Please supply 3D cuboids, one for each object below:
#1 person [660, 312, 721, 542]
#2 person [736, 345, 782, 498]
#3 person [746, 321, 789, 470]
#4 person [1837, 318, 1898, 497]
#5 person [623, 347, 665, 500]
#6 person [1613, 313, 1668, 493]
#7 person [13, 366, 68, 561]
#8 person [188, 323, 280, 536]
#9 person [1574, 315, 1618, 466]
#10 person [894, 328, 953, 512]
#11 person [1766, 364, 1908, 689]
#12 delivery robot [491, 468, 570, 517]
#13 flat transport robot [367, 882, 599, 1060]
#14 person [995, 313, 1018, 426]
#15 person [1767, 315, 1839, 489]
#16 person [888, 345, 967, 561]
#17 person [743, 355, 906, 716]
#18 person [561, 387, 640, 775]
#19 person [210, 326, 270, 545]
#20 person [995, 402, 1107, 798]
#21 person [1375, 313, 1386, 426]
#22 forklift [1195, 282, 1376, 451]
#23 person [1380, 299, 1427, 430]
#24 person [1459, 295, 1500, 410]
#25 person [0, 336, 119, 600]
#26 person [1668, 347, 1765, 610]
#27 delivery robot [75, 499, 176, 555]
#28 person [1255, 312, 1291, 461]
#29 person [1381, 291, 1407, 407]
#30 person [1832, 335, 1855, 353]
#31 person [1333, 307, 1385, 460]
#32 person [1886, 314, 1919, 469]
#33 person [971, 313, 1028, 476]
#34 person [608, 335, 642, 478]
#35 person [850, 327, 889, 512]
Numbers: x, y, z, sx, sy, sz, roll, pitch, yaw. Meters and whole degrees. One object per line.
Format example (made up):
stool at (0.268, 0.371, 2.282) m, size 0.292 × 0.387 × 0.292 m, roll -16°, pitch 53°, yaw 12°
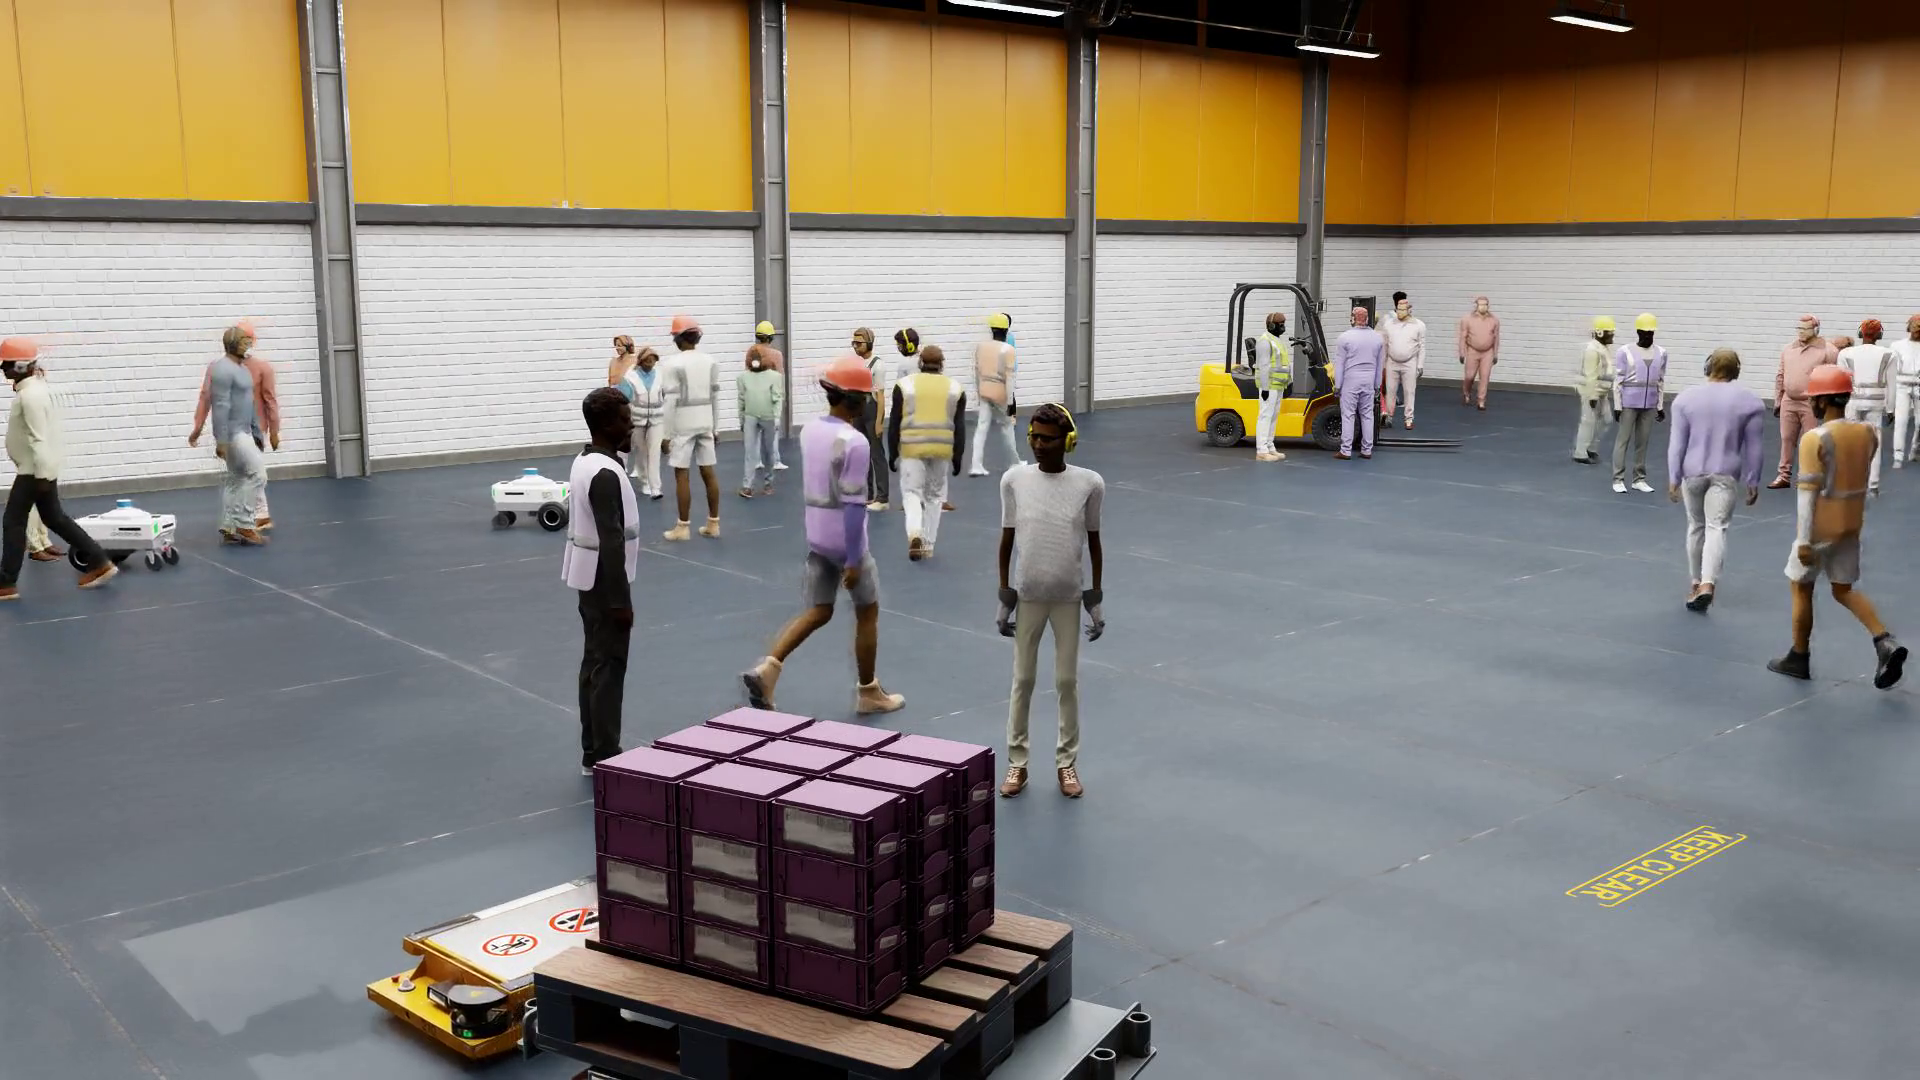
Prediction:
person at (-2.409, -1.006, 14.831) m, size 0.393 × 2.040 × 0.615 m, roll 9°, pitch 13°, yaw 43°
person at (-2.115, -1.242, 17.486) m, size 0.505 × 1.599 × 0.745 m, roll 1°, pitch 10°, yaw 4°
person at (-2.292, -1.706, 19.724) m, size 0.529 × 1.772 × 0.304 m, roll 5°, pitch 11°, yaw 26°
person at (9.543, -1.395, 17.562) m, size 0.583 × 1.882 × 0.337 m, roll 5°, pitch 11°, yaw 27°
person at (-3.255, -1.223, 17.404) m, size 0.521 × 1.583 × 0.860 m, roll -3°, pitch 10°, yaw -16°
person at (7.295, -1.465, 17.846) m, size 0.589 × 1.928 × 0.385 m, roll -1°, pitch 10°, yaw -8°
person at (-7.692, -0.642, 13.880) m, size 0.281 × 1.636 × 0.500 m, roll -2°, pitch 10°, yaw -11°
person at (-6.500, -0.973, 14.933) m, size 0.639 × 1.927 × 0.980 m, roll 2°, pitch 10°, yaw 11°
person at (7.672, -1.791, 20.056) m, size 0.458 × 1.823 × 0.641 m, roll 6°, pitch 12°, yaw 33°
person at (-0.349, -1.177, 16.468) m, size 0.613 × 1.830 × 0.451 m, roll -7°, pitch 12°, yaw -34°
person at (5.163, -0.063, 9.722) m, size 0.554 × 1.910 × 0.795 m, roll -3°, pitch 10°, yaw -18°
delivery robot at (-3.986, -0.427, 15.507) m, size 0.707 × 0.478 × 0.477 m, roll 0°, pitch 10°, yaw 1°
flat transport robot at (-1.272, 1.407, 5.877) m, size 0.652 × 0.197 × 1.431 m, roll 9°, pitch 13°, yaw 41°
person at (0.686, -2.553, 24.921) m, size 0.321 × 1.690 × 0.536 m, roll -2°, pitch 10°, yaw -14°
person at (9.084, -1.469, 17.939) m, size 0.403 × 1.904 × 0.651 m, roll -7°, pitch 12°, yaw -36°
person at (-0.252, -0.696, 13.755) m, size 0.660 × 1.807 × 0.699 m, roll -2°, pitch 10°, yaw -11°
person at (-0.728, 0.006, 9.000) m, size 0.870 × 2.014 × 0.612 m, roll -8°, pitch 12°, yaw -37°
person at (-1.696, 0.229, 7.956) m, size 0.391 × 1.920 × 0.587 m, roll -4°, pitch 11°, yaw -23°
person at (-6.239, -0.897, 14.534) m, size 0.583 × 1.919 × 0.667 m, roll -1°, pitch 10°, yaw -8°
person at (0.427, 0.286, 7.789) m, size 0.521 × 1.864 × 0.335 m, roll 1°, pitch 10°, yaw 5°
person at (6.049, -2.516, 24.502) m, size 0.563 × 1.753 × 0.542 m, roll -3°, pitch 10°, yaw -17°
forklift at (4.328, -2.346, 22.227) m, size 2.313 × 2.155 × 1.214 m, roll 3°, pitch 10°, yaw 16°
person at (6.471, -2.562, 24.351) m, size 0.642 × 1.903 × 0.399 m, roll 4°, pitch 11°, yaw 24°
person at (8.614, -3.110, 27.602) m, size 0.646 × 1.890 × 0.579 m, roll 1°, pitch 10°, yaw 7°
person at (-6.875, -0.548, 12.411) m, size 0.977 × 1.956 × 0.635 m, roll -5°, pitch 11°, yaw -26°
person at (5.471, -0.453, 12.093) m, size 0.642 × 1.889 × 1.046 m, roll 5°, pitch 11°, yaw 29°
delivery robot at (-6.765, -0.085, 13.495) m, size 0.707 × 0.478 × 0.477 m, roll 1°, pitch 9°, yaw 2°
person at (3.889, -1.903, 20.665) m, size 0.429 × 1.841 × 0.634 m, roll 5°, pitch 11°, yaw 28°
person at (7.307, -3.188, 27.879) m, size 0.609 × 1.954 × 0.402 m, roll -6°, pitch 11°, yaw -32°
person at (10.257, -1.572, 19.396) m, size 0.745 × 1.606 × 0.529 m, roll -4°, pitch 11°, yaw -25°
person at (4.956, -1.950, 20.780) m, size 0.646 × 1.903 × 0.401 m, roll -3°, pitch 10°, yaw -17°
person at (11.481, -1.799, 20.032) m, size 0.590 × 1.858 × 0.873 m, roll 6°, pitch 11°, yaw 30°
person at (0.431, -1.686, 19.294) m, size 0.604 × 1.871 × 0.980 m, roll 7°, pitch 12°, yaw 36°
person at (-3.824, -1.537, 19.107) m, size 0.516 × 1.641 × 0.314 m, roll 6°, pitch 11°, yaw 31°
person at (-0.924, -1.197, 16.568) m, size 0.347 × 1.838 × 0.503 m, roll -8°, pitch 12°, yaw -38°
